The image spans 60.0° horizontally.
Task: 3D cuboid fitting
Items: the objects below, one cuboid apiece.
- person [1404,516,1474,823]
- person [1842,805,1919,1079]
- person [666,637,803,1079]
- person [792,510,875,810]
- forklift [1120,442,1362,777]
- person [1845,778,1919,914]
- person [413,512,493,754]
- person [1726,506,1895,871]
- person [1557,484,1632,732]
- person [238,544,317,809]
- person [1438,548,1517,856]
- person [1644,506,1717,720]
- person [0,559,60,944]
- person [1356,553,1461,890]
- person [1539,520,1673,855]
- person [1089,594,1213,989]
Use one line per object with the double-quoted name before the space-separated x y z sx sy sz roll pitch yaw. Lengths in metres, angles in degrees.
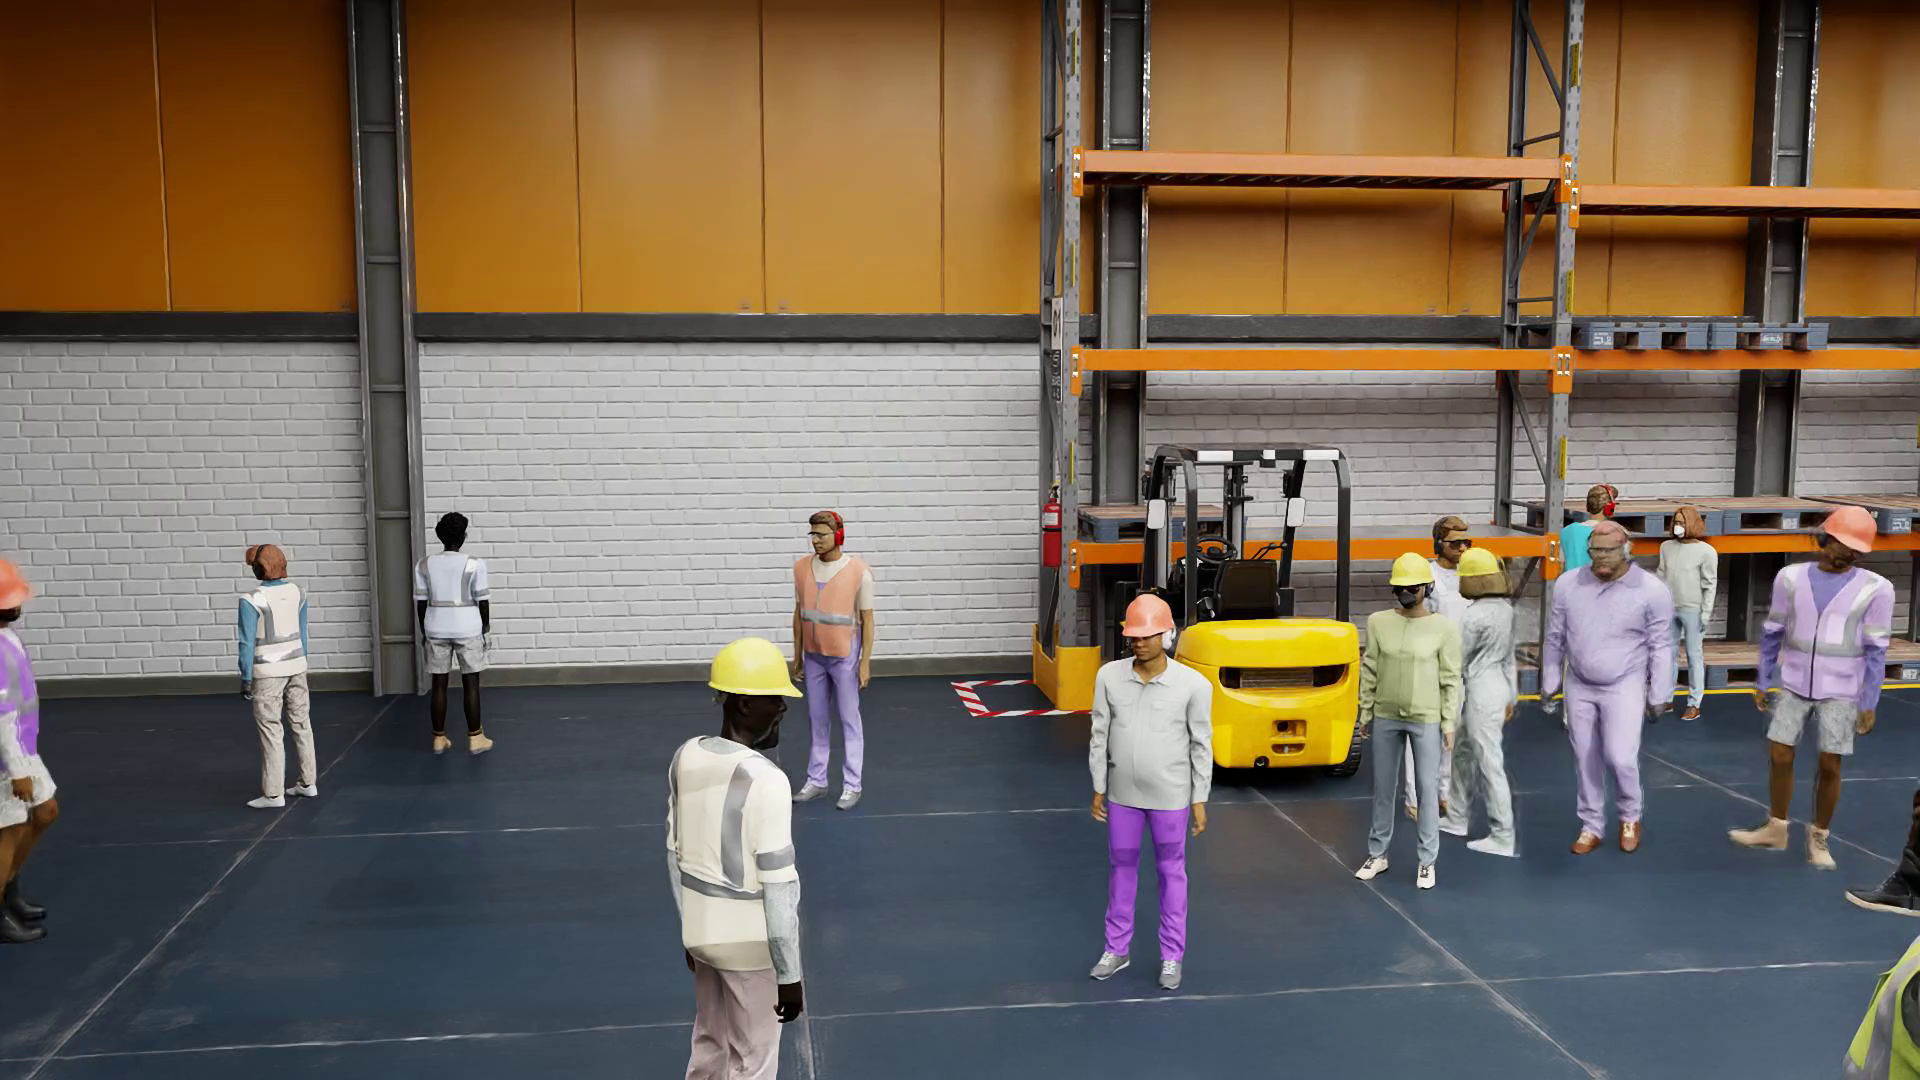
"person" 2.877 0.770 9.927 0.516 1.843 0.325 -4 8 -33
"person" 2.258 1.468 3.821 0.429 1.847 0.627 6 9 40
"person" -0.686 1.262 5.272 0.375 1.922 0.594 -6 9 -42
"person" -0.779 0.729 10.280 0.565 1.845 0.384 4 7 30
"forklift" 1.912 0.418 11.496 1.214 2.155 2.313 -1 7 -8
"person" 4.952 0.954 8.035 1.012 1.920 0.597 4 7 29
"person" -3.527 0.651 11.613 0.540 1.695 0.317 0 7 4
"person" 4.628 0.800 9.048 0.375 2.005 0.756 -6 9 -43
"person" 4.612 0.517 12.137 0.377 1.844 0.567 -5 8 -36
"person" -4.232 0.836 10.295 0.318 1.631 0.514 3 7 23
"person" 2.847 0.894 9.383 0.709 1.709 0.491 5 8 39
"person" 5.533 0.553 12.744 0.285 1.633 0.497 -4 8 -33
"person" -4.481 0.995 7.810 0.387 1.882 0.661 -2 7 -20
"person" 2.354 0.943 8.751 0.524 1.770 0.315 4 8 31
"person" 3.570 0.829 9.245 0.662 1.894 0.415 6 9 42
"person" 0.833 1.105 7.382 0.564 1.752 0.337 3 7 25
